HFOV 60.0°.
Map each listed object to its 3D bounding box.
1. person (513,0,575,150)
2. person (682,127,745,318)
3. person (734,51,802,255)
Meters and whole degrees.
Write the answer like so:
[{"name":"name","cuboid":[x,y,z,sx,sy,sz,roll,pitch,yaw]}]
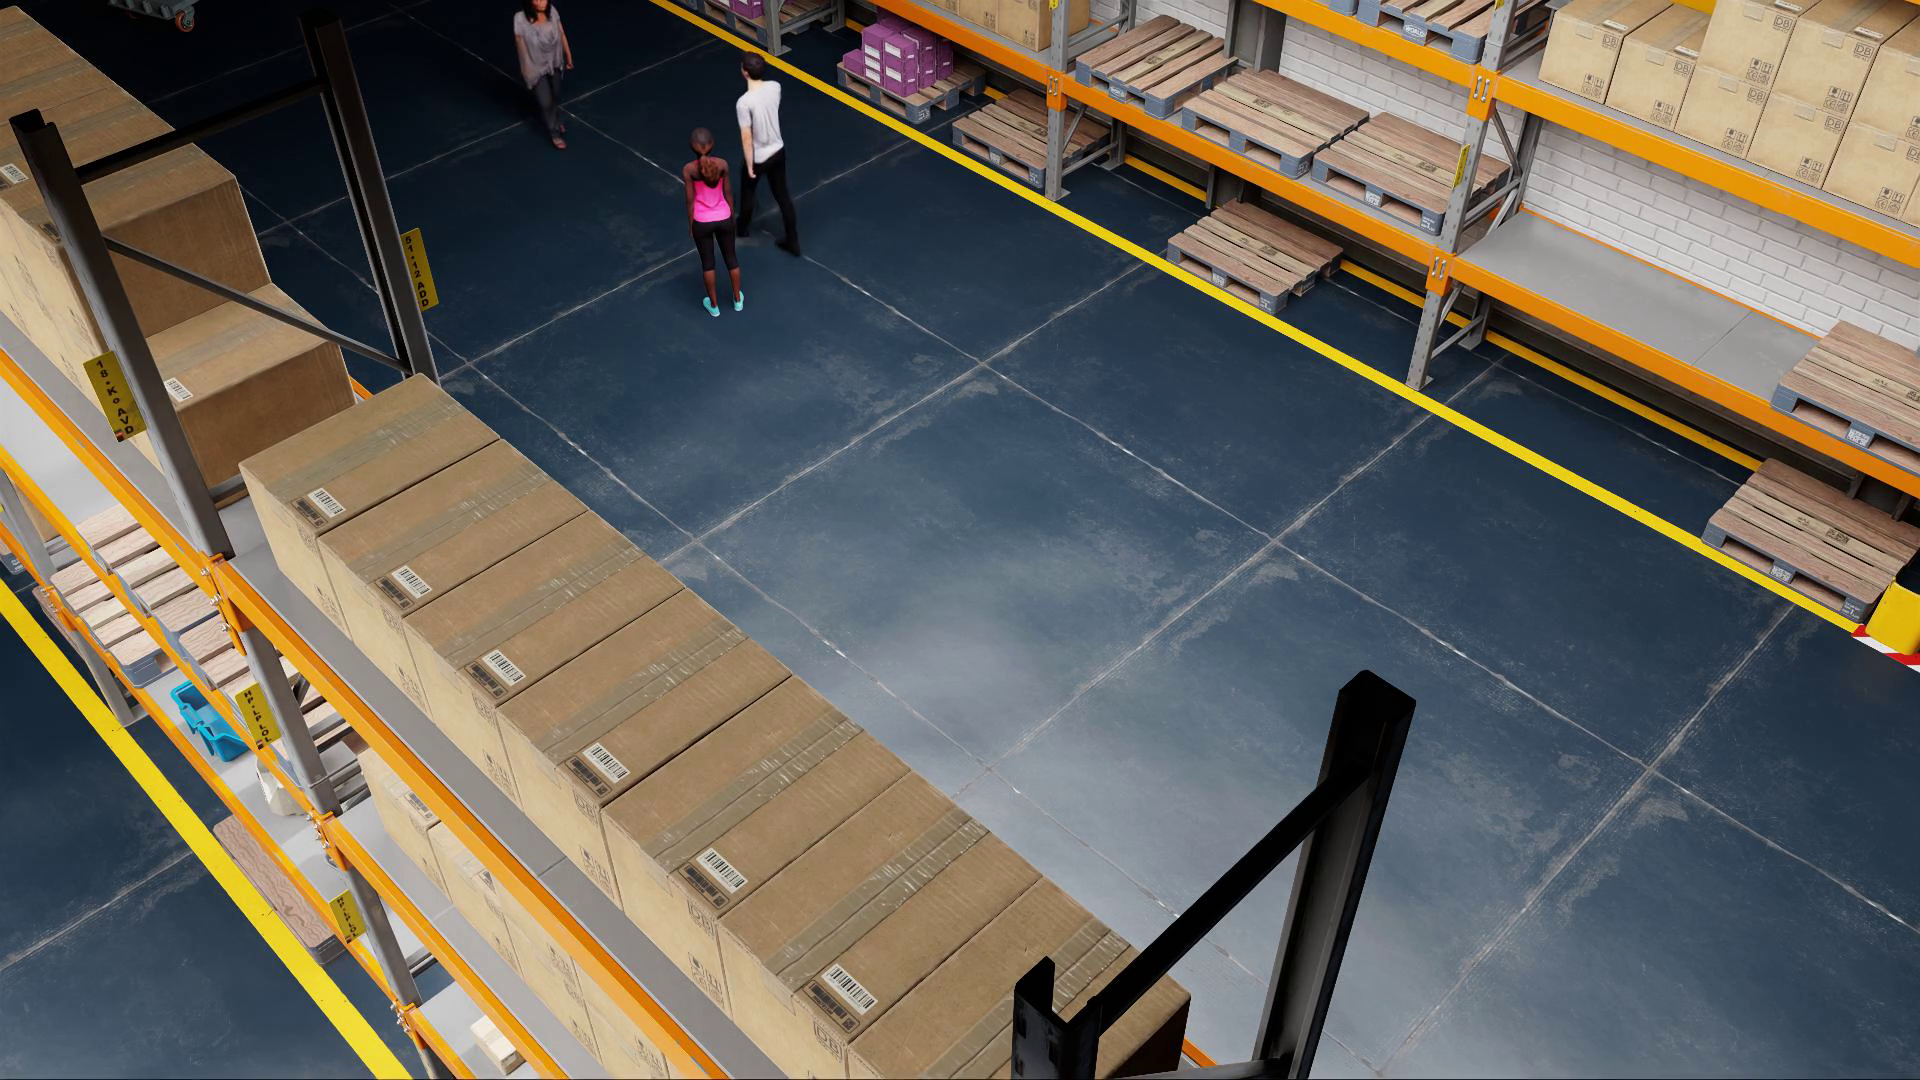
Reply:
[{"name":"person","cuboid":[-4.021,-4.600,15.885,0.663,1.582,0.818,-31,52,-29]},{"name":"person","cuboid":[-2.038,-2.616,13.701,0.652,1.722,0.681,-12,45,-12]},{"name":"person","cuboid":[-1.614,-3.270,14.308,1.032,1.833,0.662,34,53,31]}]
